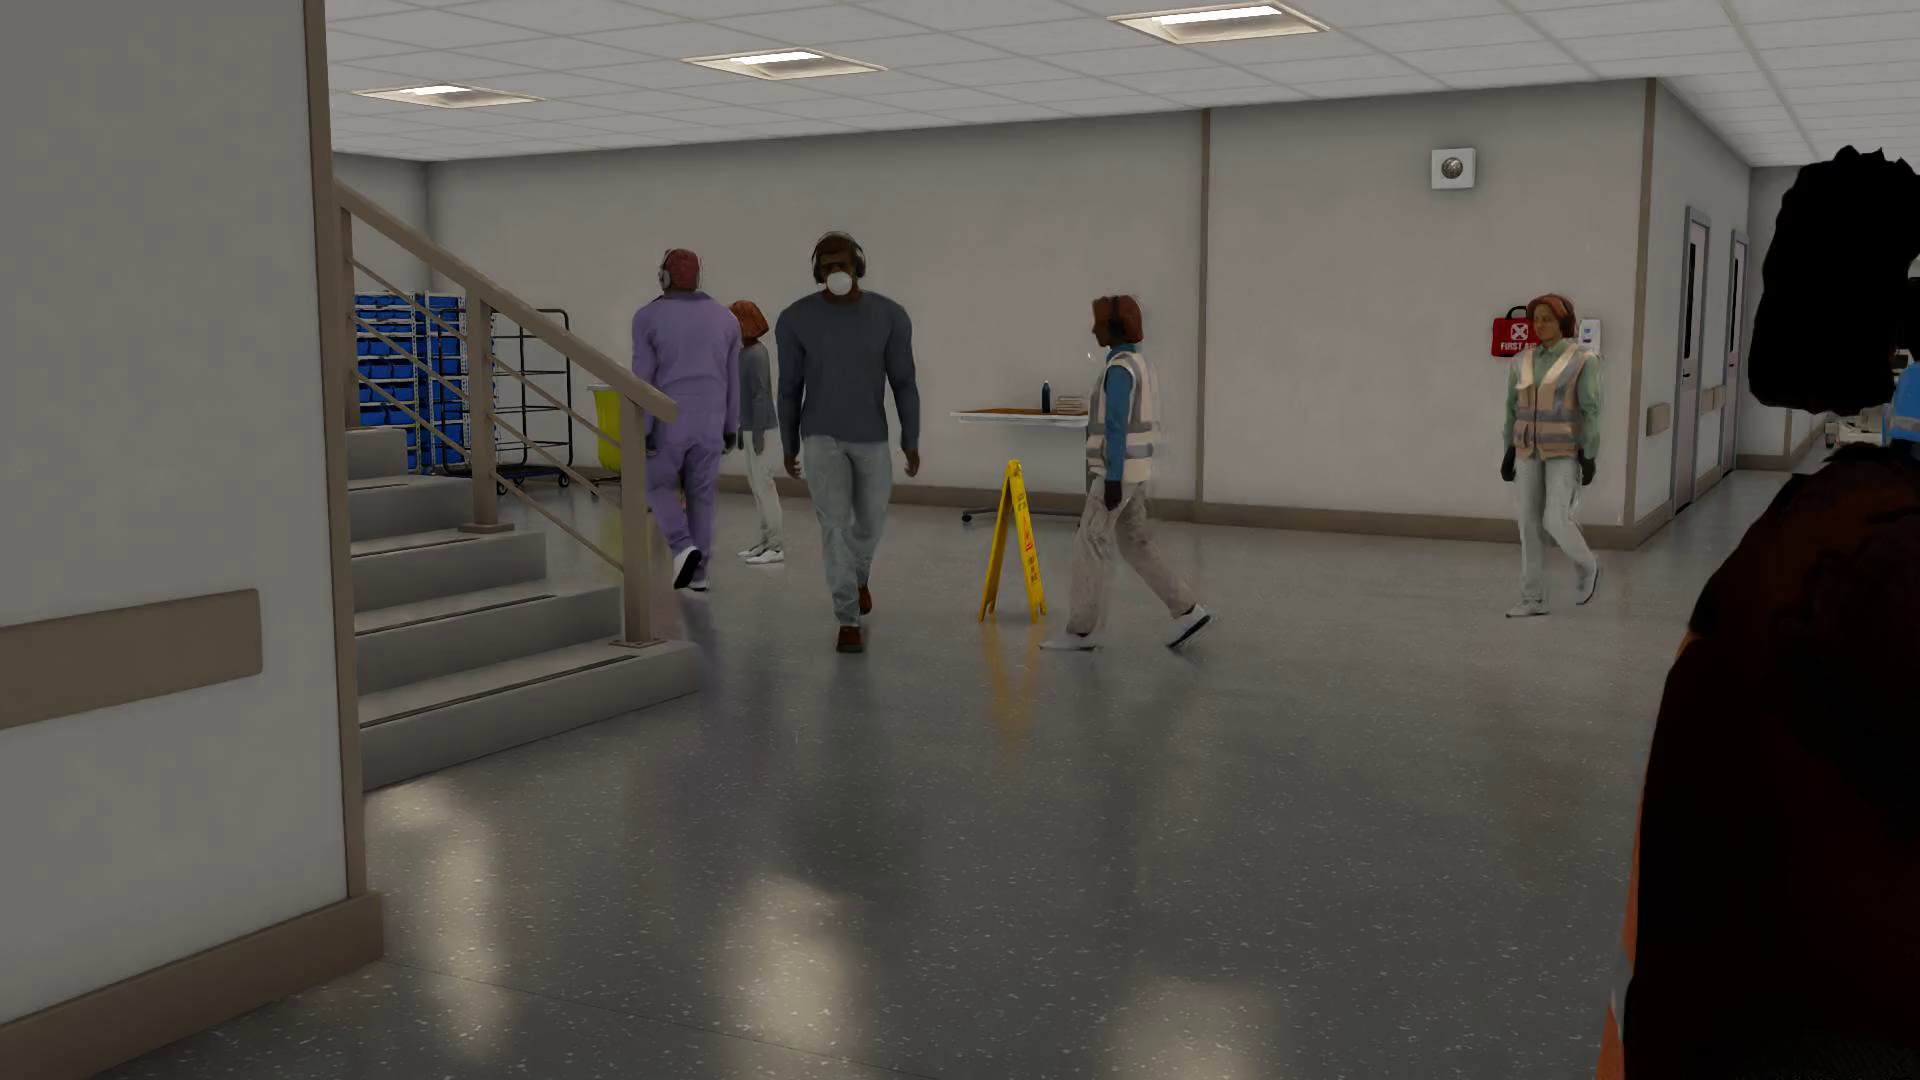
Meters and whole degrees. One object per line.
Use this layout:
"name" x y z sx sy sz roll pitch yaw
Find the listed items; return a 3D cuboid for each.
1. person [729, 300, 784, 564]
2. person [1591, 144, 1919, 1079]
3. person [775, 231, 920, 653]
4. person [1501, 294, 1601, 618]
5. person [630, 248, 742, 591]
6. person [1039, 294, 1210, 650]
"person" -1.267 -0.661 10.270 0.325 1.623 0.509 -2 8 -16
"person" 0.532 0.529 1.014 0.314 1.640 0.516 6 9 37
"person" -0.530 -0.474 7.768 0.654 1.902 0.896 -1 7 -7
"person" 2.980 -0.414 8.329 0.452 1.625 0.534 -5 9 -33
"person" -1.479 -0.638 9.066 0.643 1.893 0.502 -5 9 -31
"person" 0.769 -0.292 7.463 0.733 1.613 0.518 2 8 12
